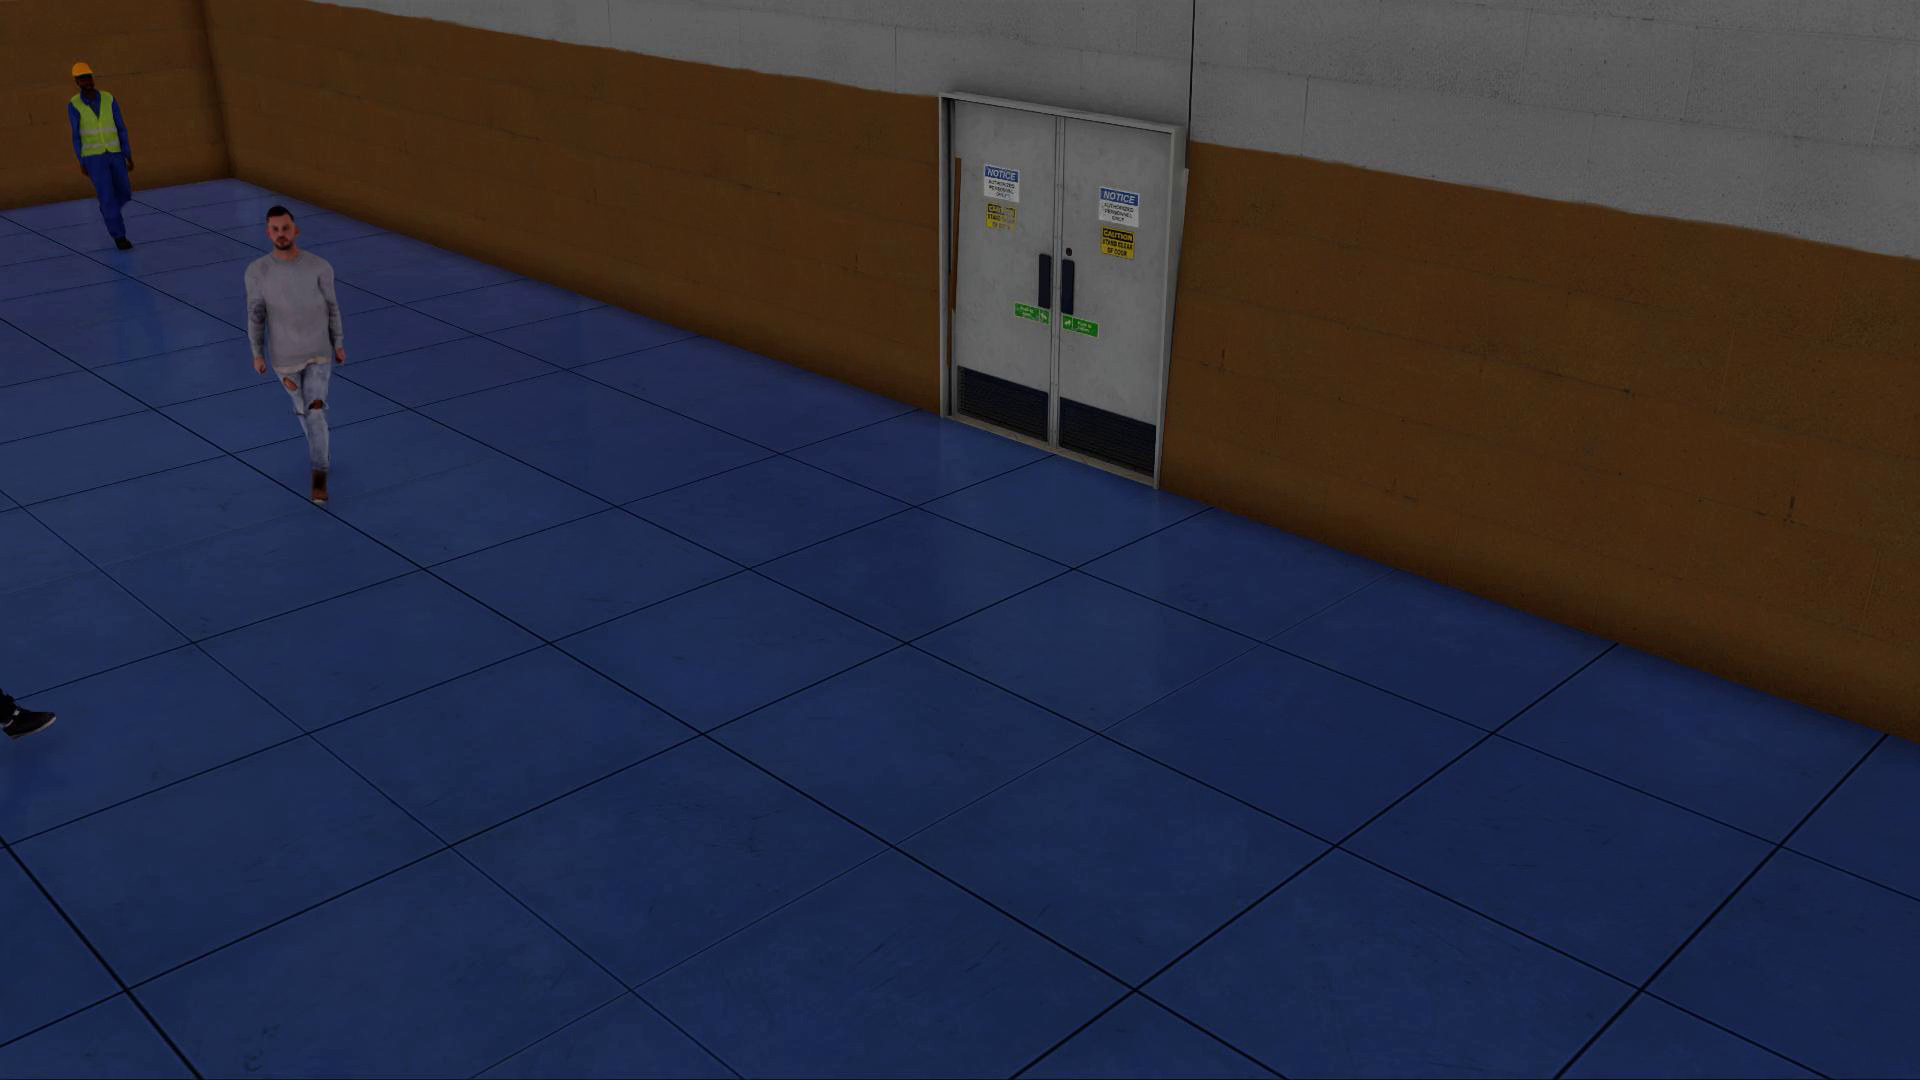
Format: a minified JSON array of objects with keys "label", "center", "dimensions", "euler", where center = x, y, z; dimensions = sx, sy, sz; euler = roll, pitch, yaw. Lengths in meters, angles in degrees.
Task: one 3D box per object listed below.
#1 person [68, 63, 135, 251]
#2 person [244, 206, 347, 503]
[{"label":"person","center":[-8.521,-3.814,16.503],"dimensions":[0.735,1.795,0.883],"euler":[20,31,38]},{"label":"person","center":[-4.180,-1.200,10.530],"dimensions":[1.197,1.796,1.134],"euler":[-6,24,-13]}]
